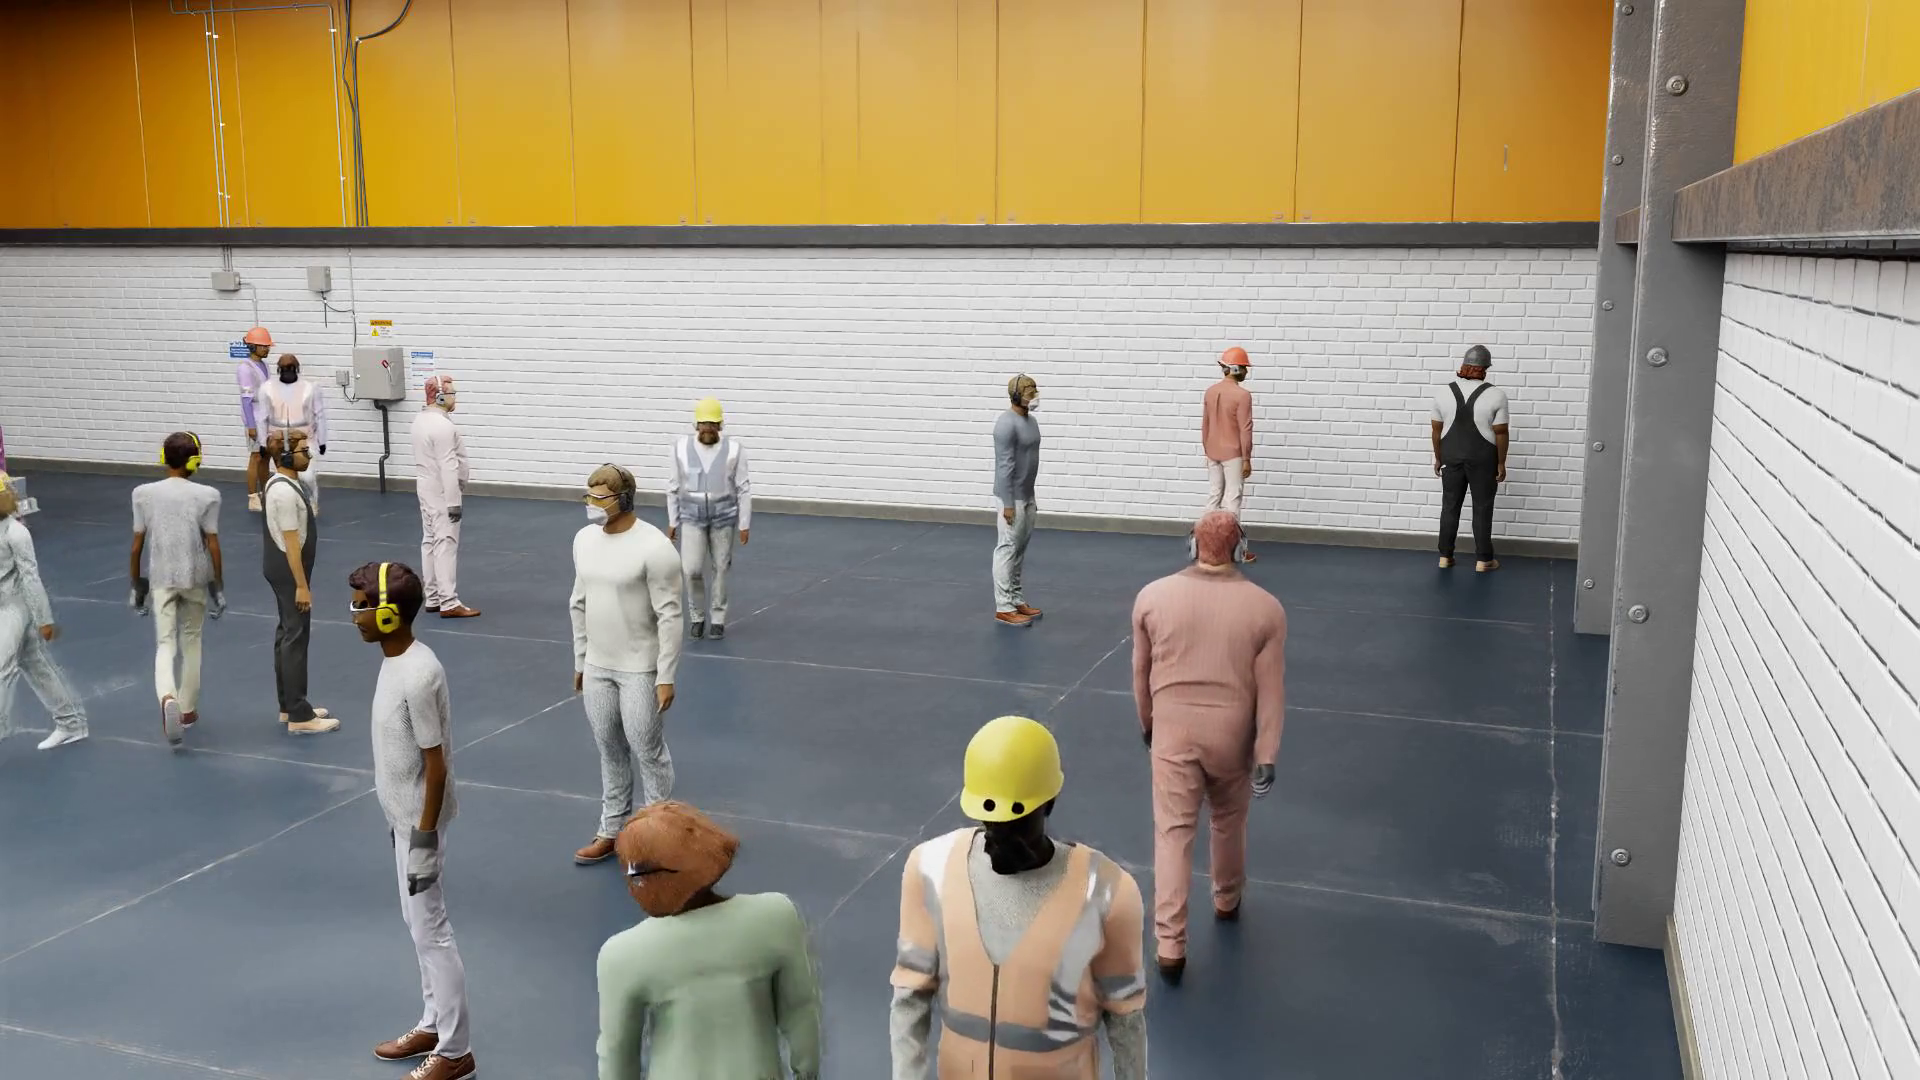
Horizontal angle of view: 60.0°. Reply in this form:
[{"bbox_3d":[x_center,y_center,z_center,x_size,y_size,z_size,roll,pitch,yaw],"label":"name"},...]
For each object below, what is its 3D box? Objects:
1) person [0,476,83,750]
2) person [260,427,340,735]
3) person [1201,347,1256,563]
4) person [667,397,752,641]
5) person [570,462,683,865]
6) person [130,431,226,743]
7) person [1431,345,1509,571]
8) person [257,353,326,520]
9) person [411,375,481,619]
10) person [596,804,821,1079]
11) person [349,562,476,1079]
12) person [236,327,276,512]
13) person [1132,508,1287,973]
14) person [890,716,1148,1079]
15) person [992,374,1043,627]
[{"bbox_3d":[-5.422,0.425,9.405,0.476,1.687,0.886,7,12,34],"label":"person"},{"bbox_3d":[-3.998,0.243,10.001,0.343,1.847,0.507,-6,12,-29],"label":"person"},{"bbox_3d":[2.493,-0.788,15.395,0.392,1.991,0.612,-6,12,-32],"label":"person"},{"bbox_3d":[-1.845,-0.144,12.252,0.625,1.814,0.513,-1,10,-6],"label":"person"},{"bbox_3d":[-1.561,0.597,7.743,0.635,1.937,0.352,7,12,33],"label":"person"},{"bbox_3d":[-4.641,0.274,9.872,0.549,1.832,0.785,-4,11,-19],"label":"person"},{"bbox_3d":[4.628,-0.748,15.033,0.688,2.000,0.536,7,12,34],"label":"person"},{"bbox_3d":[-6.911,-1.028,17.226,0.650,1.825,0.461,-3,10,-14],"label":"person"},{"bbox_3d":[-4.067,-0.343,13.126,0.400,1.910,0.643,-7,12,-34],"label":"person"},{"bbox_3d":[-0.617,1.419,4.044,0.575,1.617,0.350,-2,10,-13],"label":"person"},{"bbox_3d":[-1.897,0.987,5.757,0.313,1.864,0.530,-5,11,-26],"label":"person"},{"bbox_3d":[-7.685,-1.322,18.305,0.409,2.032,0.608,0,10,0],"label":"person"},{"bbox_3d":[1.012,0.801,6.863,0.634,1.856,1.001,2,10,12],"label":"person"},{"bbox_3d":[0.141,1.304,3.969,0.578,1.873,0.967,5,11,24],"label":"person"},{"bbox_3d":[0.453,-0.317,12.890,0.379,1.940,0.629,4,11,22],"label":"person"}]
